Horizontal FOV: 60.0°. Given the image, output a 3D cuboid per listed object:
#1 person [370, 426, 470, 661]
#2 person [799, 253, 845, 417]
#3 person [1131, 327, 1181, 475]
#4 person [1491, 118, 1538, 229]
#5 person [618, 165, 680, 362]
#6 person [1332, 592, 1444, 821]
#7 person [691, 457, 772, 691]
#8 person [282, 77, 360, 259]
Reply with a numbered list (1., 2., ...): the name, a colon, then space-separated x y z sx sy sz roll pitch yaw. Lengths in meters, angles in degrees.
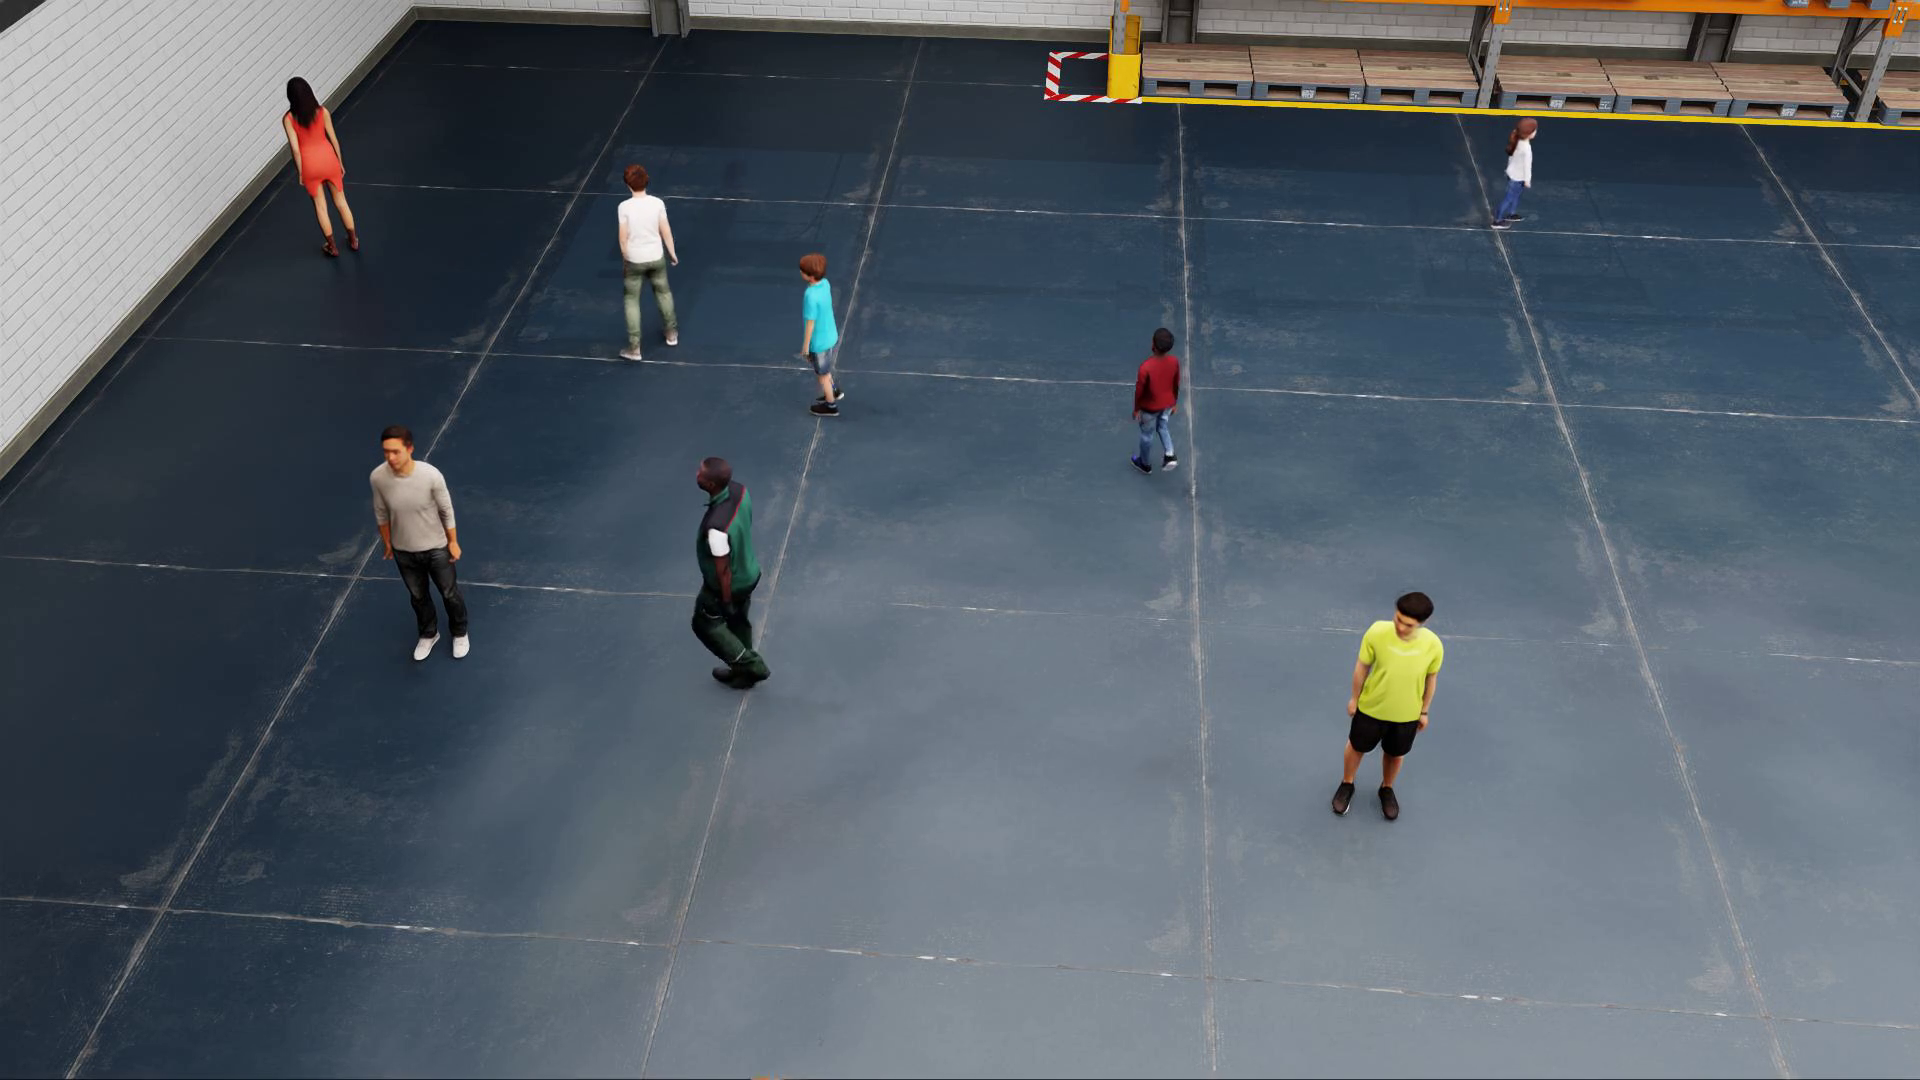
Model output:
1. person: -3.492 0.000 10.798 0.514 1.811 0.724 -1 39 -1
2. person: -1.035 -1.612 13.115 0.552 1.440 0.560 8 39 9
3. person: 1.513 -1.002 12.507 0.667 1.246 0.717 -20 43 -23
4. person: 5.202 -3.461 15.703 0.566 1.100 0.461 1 39 1
5. person: -2.600 -2.331 13.853 0.913 1.642 1.017 -17 42 -21
6. person: 2.508 0.934 9.714 0.518 1.706 0.710 8 39 10
7. person: -1.379 0.249 10.474 0.783 1.828 0.753 9 40 12
8. person: -5.821 -3.388 15.116 0.652 1.718 0.734 -22 43 -25
